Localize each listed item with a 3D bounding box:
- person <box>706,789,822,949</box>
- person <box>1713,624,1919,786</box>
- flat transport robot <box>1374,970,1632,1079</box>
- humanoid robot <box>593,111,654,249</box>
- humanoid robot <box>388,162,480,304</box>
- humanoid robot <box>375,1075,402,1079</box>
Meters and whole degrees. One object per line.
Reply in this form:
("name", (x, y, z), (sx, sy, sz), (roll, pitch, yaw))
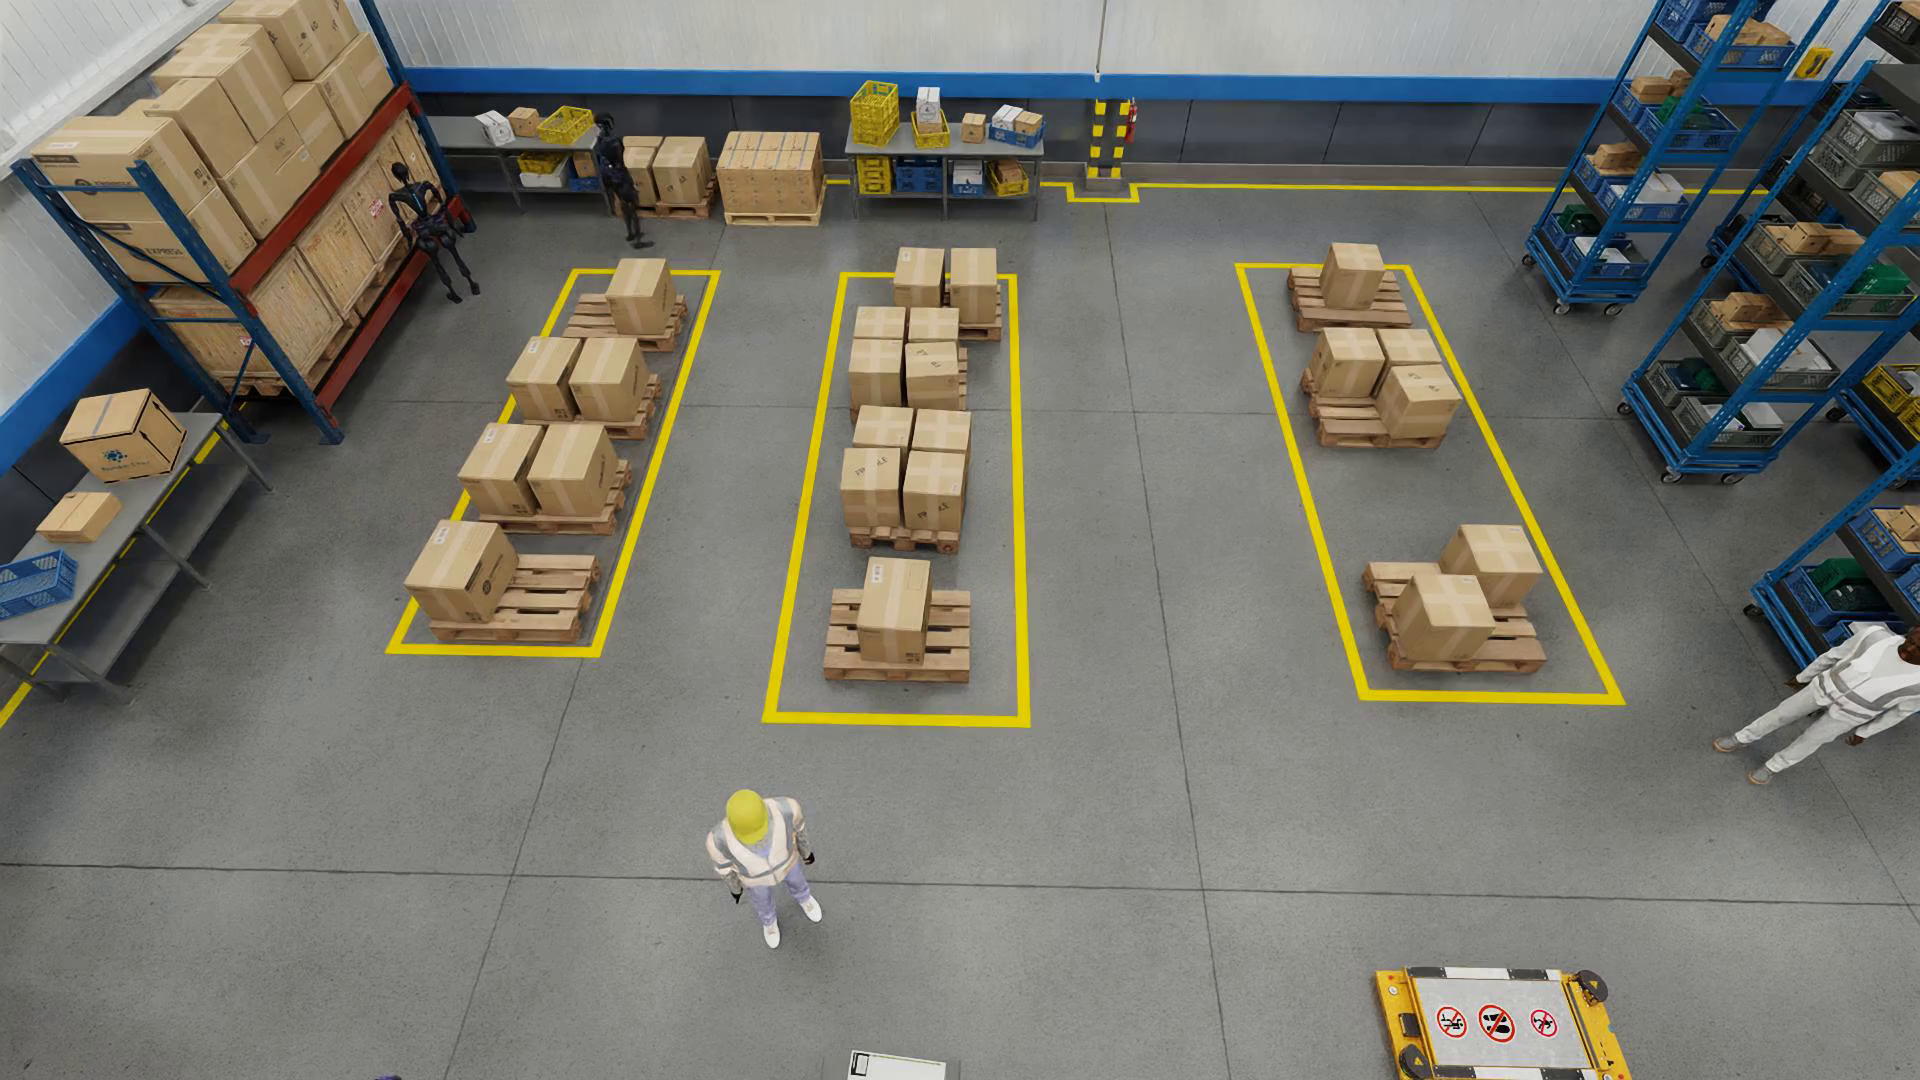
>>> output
("person", (-1.196, 2.036, 5.756), (0.585, 1.927, 0.359), (-25, 55, -19))
("person", (6.219, 1.154, 6.504), (0.356, 1.882, 0.571), (-18, 53, -14))
("flat transport robot", (3.501, 3.133, 5.914), (1.431, 0.197, 0.652), (1, 51, 1))
("humanoid robot", (-4.094, -4.381, 11.141), (0.354, 1.657, 0.586), (-32, 58, -23))
("humanoid robot", (-6.009, -3.496, 10.417), (0.599, 1.657, 0.331), (-33, 58, -24))
("humanoid robot", (-3.168, 3.156, 5.005), (0.692, 1.641, 0.418), (-21, 54, -16))
